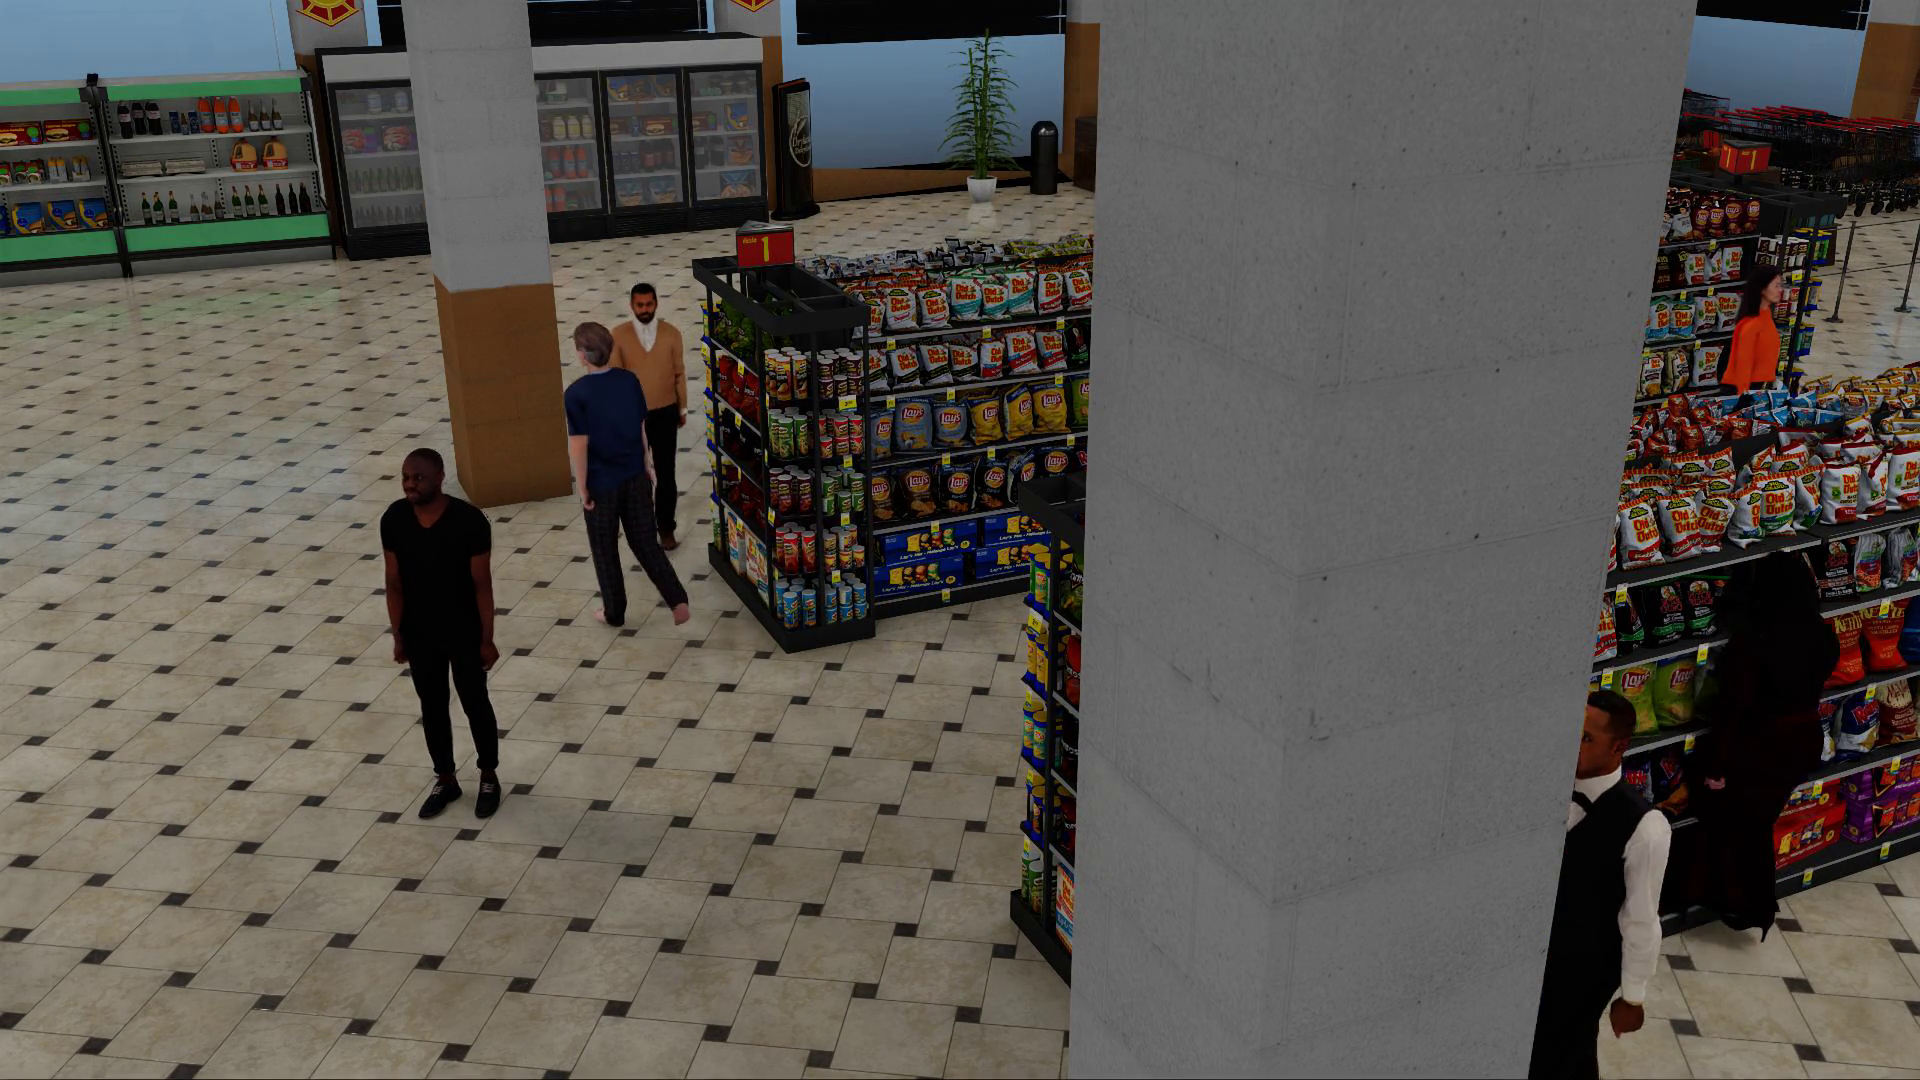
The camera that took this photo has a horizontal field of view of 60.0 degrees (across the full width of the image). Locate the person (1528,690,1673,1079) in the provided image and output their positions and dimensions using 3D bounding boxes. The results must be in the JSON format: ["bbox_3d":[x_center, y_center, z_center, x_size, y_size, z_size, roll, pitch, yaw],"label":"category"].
[{"bbox_3d":[2.039,1.331,5.377,1.044,1.889,0.763,-7,23,-16],"label":"person"}]

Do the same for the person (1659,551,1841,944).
[{"bbox_3d":[3.210,0.884,6.748,0.675,1.697,0.817,-6,23,-14],"label":"person"}]

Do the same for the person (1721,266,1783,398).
[{"bbox_3d":[5.369,-1.026,11.438,0.763,1.745,0.647,16,27,35],"label":"person"}]

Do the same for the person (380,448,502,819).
[{"bbox_3d":[-2.378,0.424,7.727,0.706,1.819,0.821,2,22,5],"label":"person"}]

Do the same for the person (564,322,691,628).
[{"bbox_3d":[-1.922,-0.311,9.526,0.980,1.844,0.856,-13,25,-29],"label":"person"}]

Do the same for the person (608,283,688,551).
[{"bbox_3d":[-2.073,-0.859,11.044,1.154,1.728,0.905,-4,22,-9],"label":"person"}]
